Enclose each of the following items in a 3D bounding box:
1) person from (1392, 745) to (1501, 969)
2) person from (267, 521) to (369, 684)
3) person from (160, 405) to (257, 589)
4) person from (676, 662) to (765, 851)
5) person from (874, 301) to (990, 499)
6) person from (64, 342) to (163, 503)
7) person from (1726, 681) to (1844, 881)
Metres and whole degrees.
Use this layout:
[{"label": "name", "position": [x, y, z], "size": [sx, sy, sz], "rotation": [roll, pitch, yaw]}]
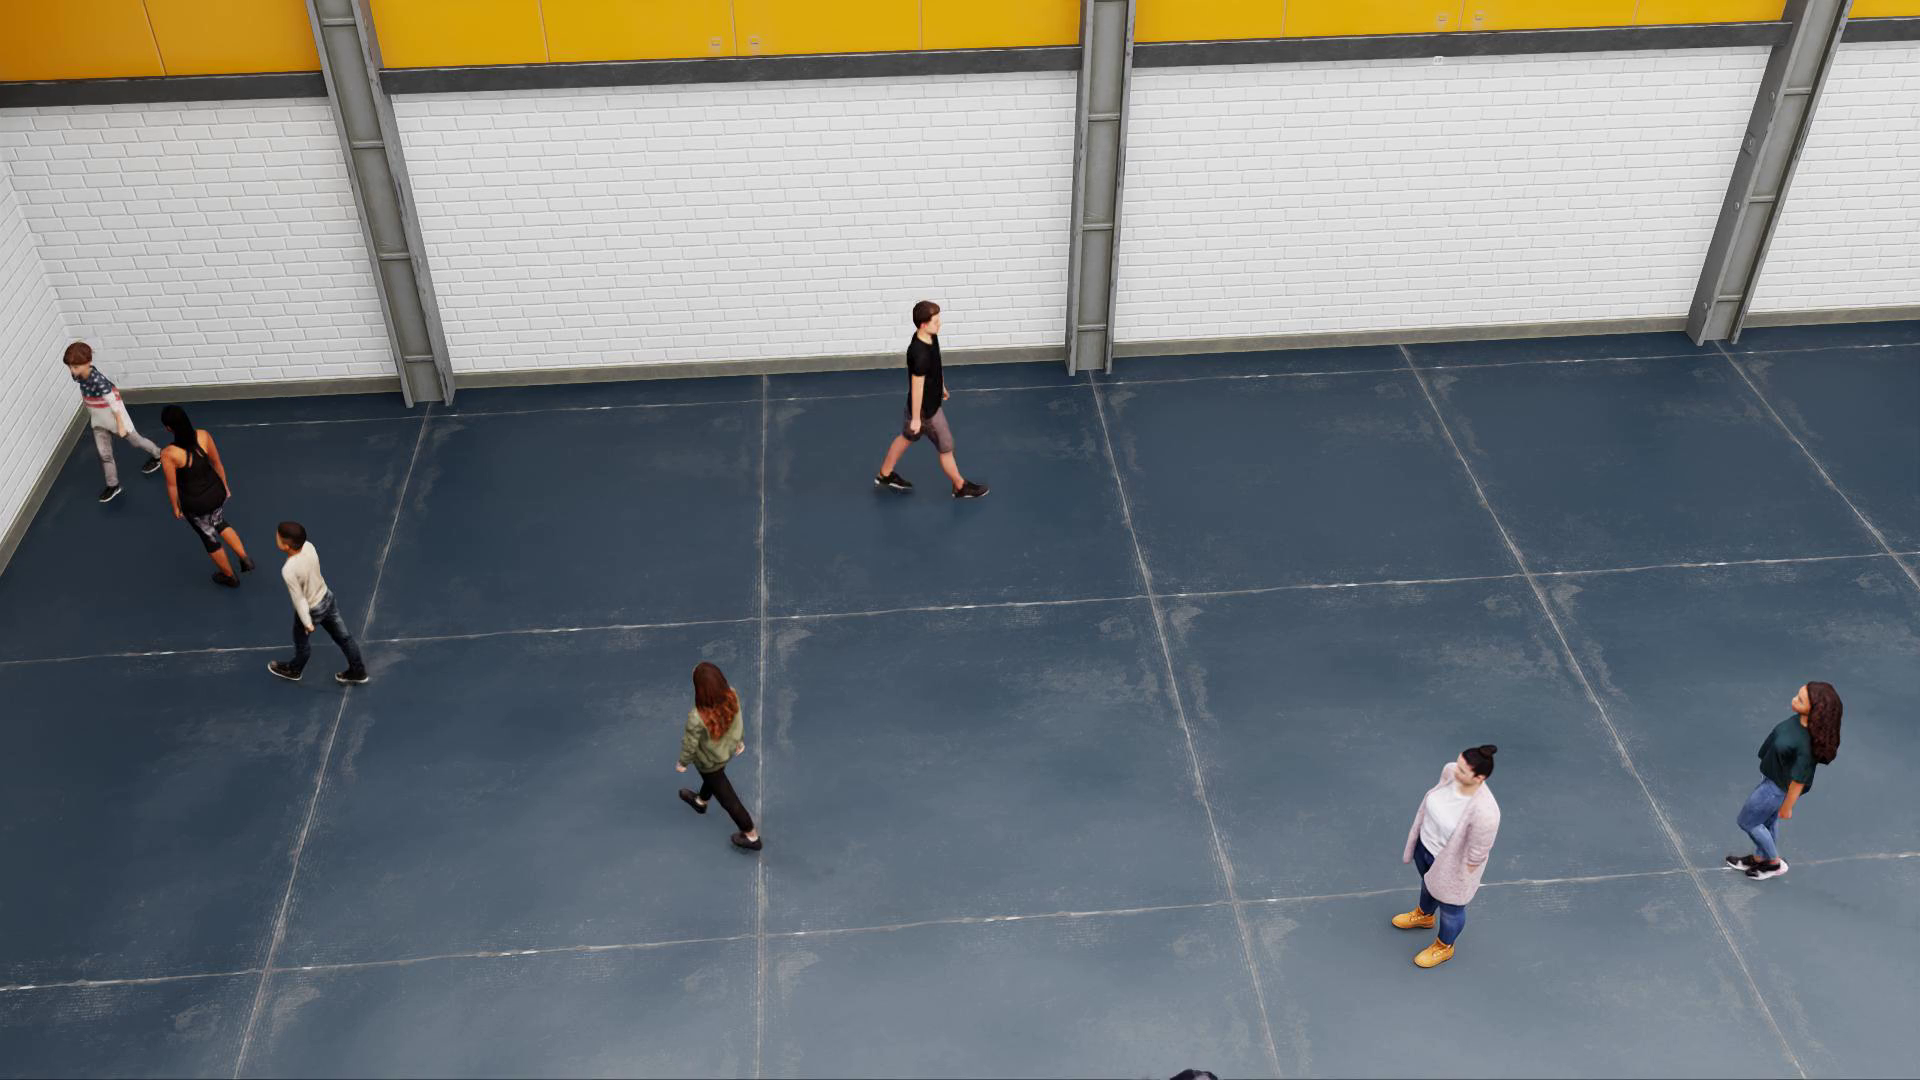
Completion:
[{"label": "person", "position": [2.895, 1.817, 9.767], "size": [0.661, 1.742, 0.721], "rotation": [-8, 39, -10]}, {"label": "person", "position": [-4.469, 0.480, 11.683], "size": [0.997, 1.441, 0.756], "rotation": [8, 39, 10]}, {"label": "person", "position": [-5.635, -0.301, 12.493], "size": [0.777, 1.651, 0.726], "rotation": [17, 42, 20]}, {"label": "person", "position": [-1.494, 1.400, 10.530], "size": [1.066, 1.441, 0.937], "rotation": [21, 43, 24]}, {"label": "person", "position": [-0.370, -1.103, 13.361], "size": [1.230, 1.819, 0.801], "rotation": [3, 39, 3]}, {"label": "person", "position": [-6.926, -1.049, 13.629], "size": [0.947, 1.401, 0.863], "rotation": [16, 41, 19]}, {"label": "person", "position": [5.159, 1.516, 10.252], "size": [0.758, 1.607, 0.710], "rotation": [16, 41, 19]}]
